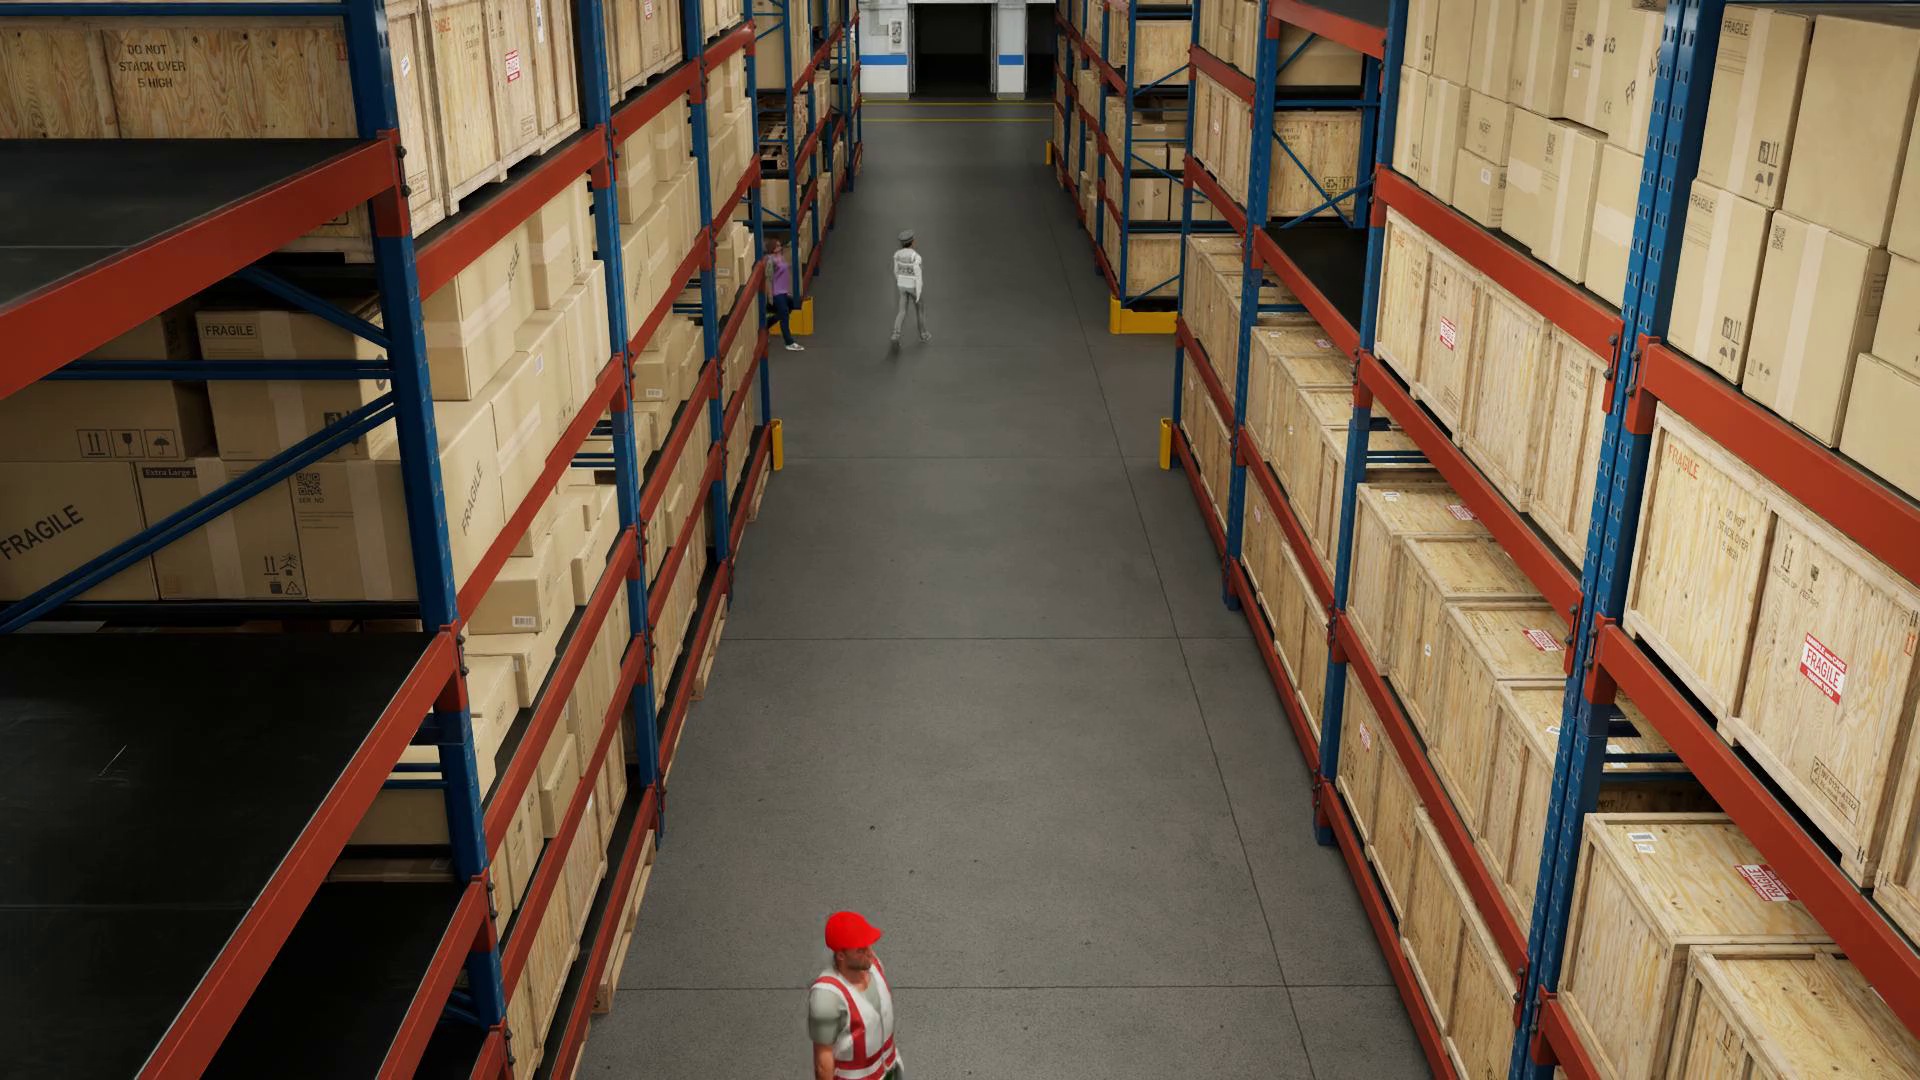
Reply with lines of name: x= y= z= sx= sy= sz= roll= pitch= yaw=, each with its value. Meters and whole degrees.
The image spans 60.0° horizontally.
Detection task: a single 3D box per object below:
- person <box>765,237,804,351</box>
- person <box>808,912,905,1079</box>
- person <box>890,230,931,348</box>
person: x=-2.581 y=-3.508 z=23.638 sx=0.753 sy=1.591 sz=0.416 roll=4 pitch=22 yaw=10
person: x=-0.454 y=2.560 z=7.944 sx=0.467 sy=1.788 sz=0.563 roll=11 pitch=24 yaw=25
person: x=-0.725 y=-3.614 z=23.786 sx=0.490 sy=1.653 sz=0.914 roll=9 pitch=23 yaw=22
